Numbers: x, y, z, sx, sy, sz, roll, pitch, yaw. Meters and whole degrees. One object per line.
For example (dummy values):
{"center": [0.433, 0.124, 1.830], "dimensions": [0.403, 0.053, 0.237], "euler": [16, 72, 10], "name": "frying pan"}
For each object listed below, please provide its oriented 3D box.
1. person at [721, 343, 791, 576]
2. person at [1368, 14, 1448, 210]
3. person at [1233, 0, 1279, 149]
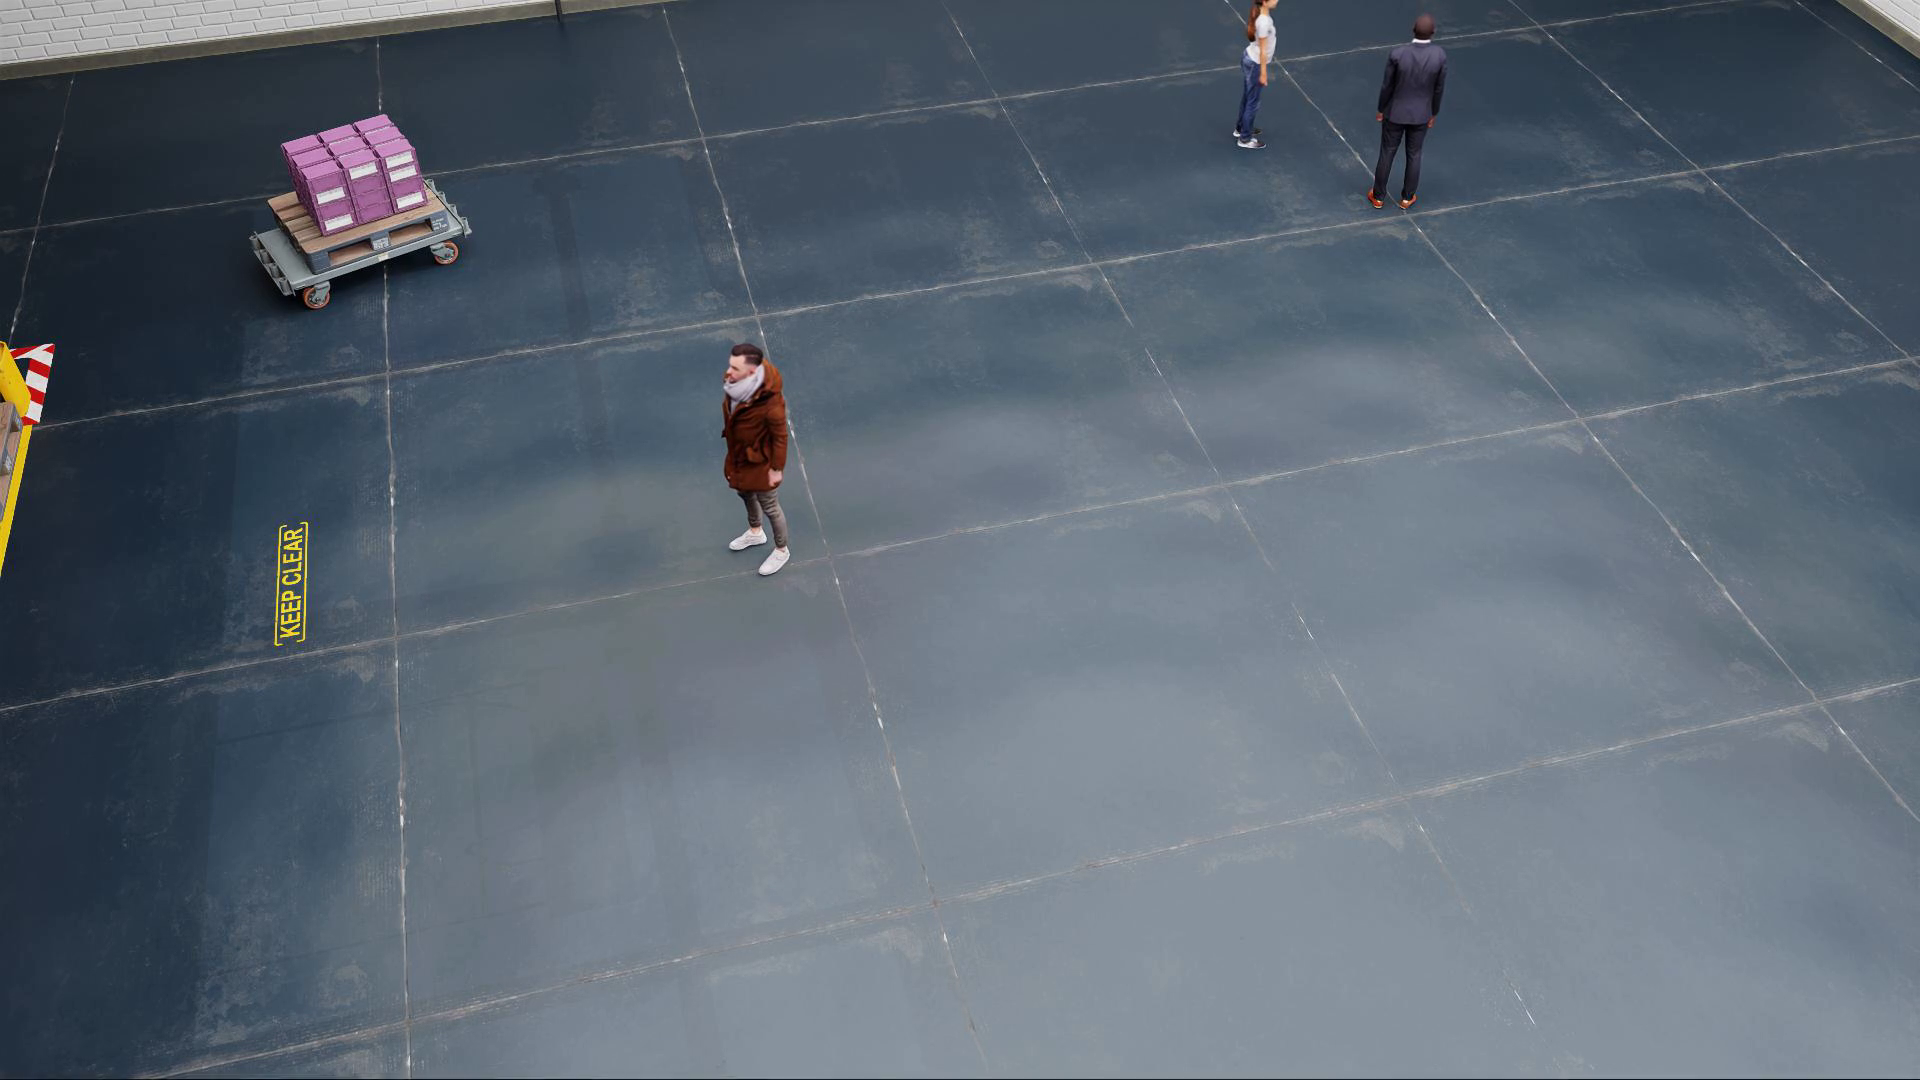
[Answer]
{"center": [-1.379, -0.573, 11.224], "dimensions": [0.899, 1.839, 0.808], "euler": [-32, 52, -29], "name": "person"}
{"center": [3.919, -3.732, 14.551], "dimensions": [0.785, 1.824, 0.772], "euler": [8, 44, 8], "name": "person"}
{"center": [2.758, -4.430, 15.474], "dimensions": [0.650, 1.562, 0.530], "euler": [0, 44, 0], "name": "person"}
